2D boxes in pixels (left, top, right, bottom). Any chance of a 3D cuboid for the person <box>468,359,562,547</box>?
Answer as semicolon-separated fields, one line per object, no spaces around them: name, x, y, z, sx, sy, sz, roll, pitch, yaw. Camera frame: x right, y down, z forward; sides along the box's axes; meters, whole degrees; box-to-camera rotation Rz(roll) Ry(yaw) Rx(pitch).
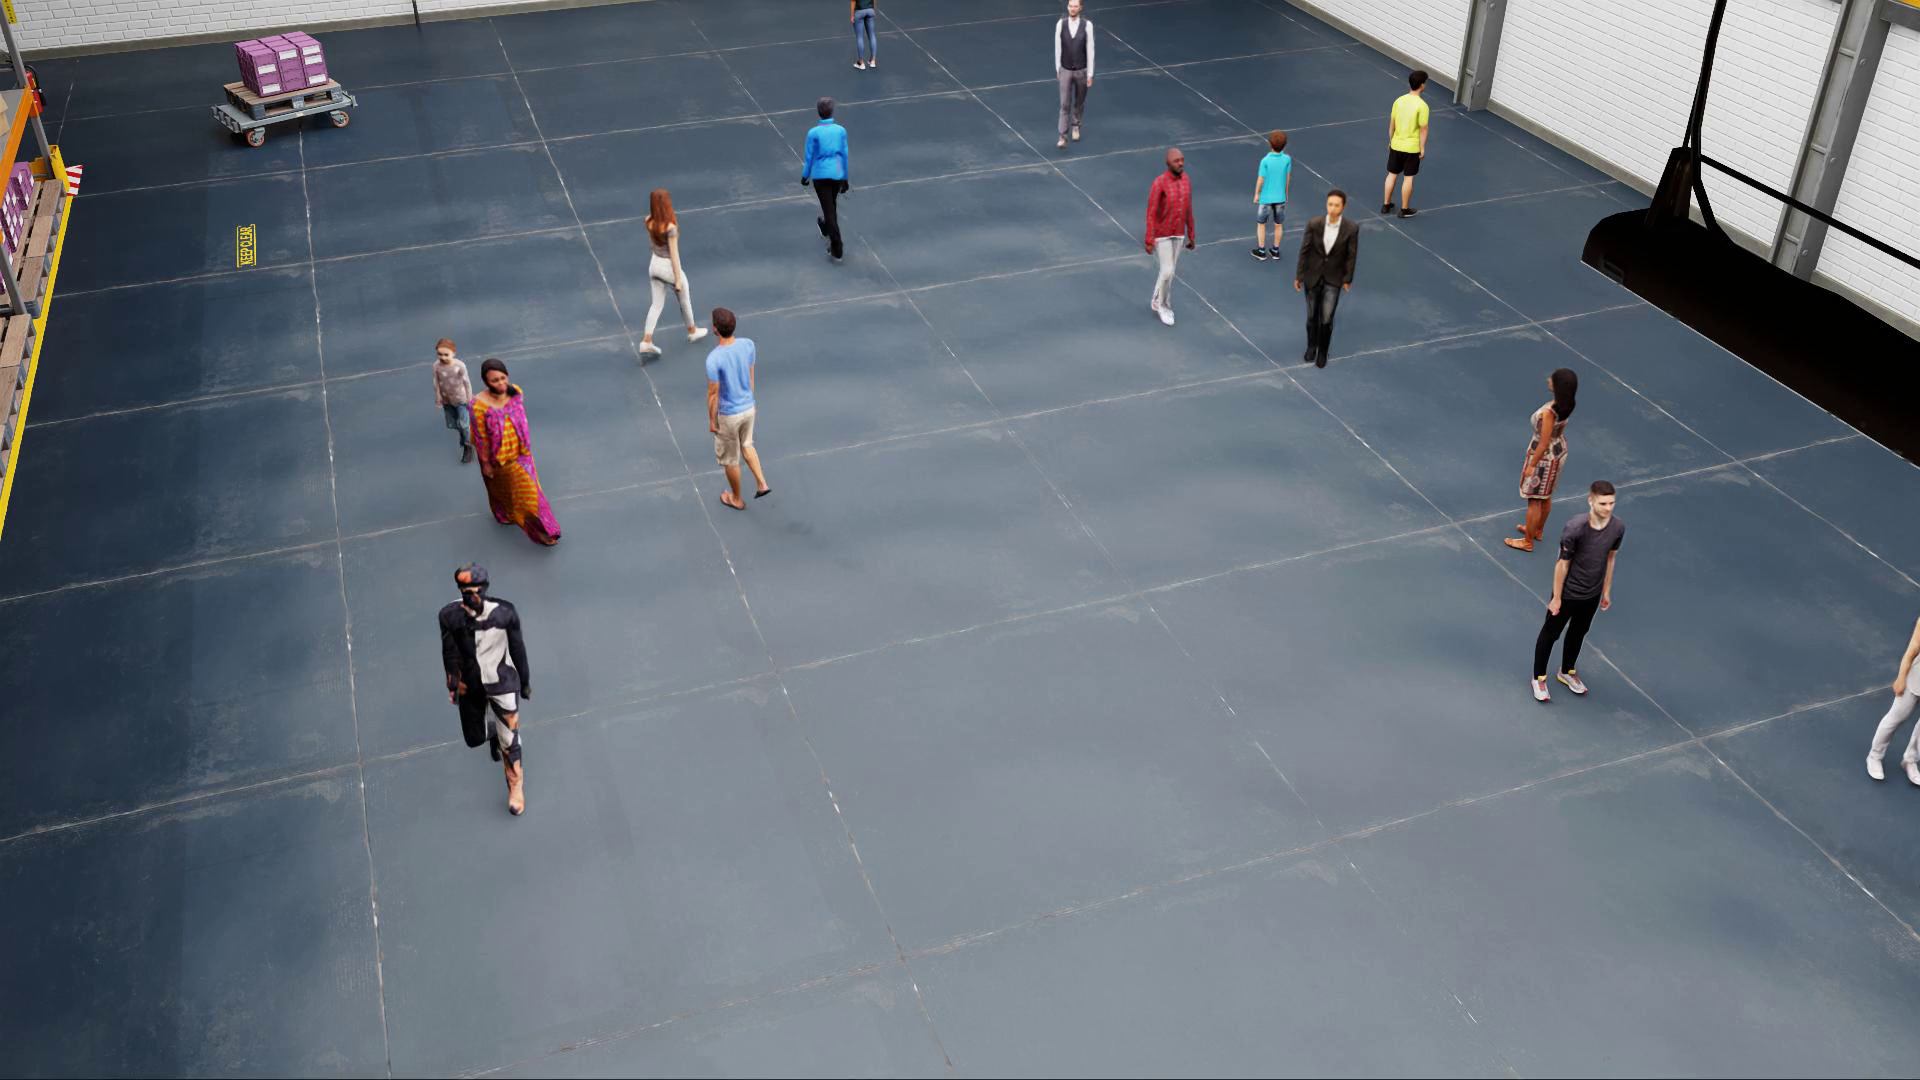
person;-3.750;-0.759;13.621;0.938;1.645;1.272;-25;41;-32

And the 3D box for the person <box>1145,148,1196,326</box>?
person;2.088;-3.181;17.117;0.782;1.810;0.804;-20;39;-28

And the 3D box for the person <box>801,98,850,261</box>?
person;-1.419;-3.927;18.304;0.743;1.737;1.168;-17;37;-24

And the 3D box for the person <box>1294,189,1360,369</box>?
person;3.573;-2.599;16.259;0.837;1.790;0.891;13;36;19

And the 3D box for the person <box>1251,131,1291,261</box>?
person;3.464;-3.804;18.387;0.558;1.442;0.545;-7;34;-10

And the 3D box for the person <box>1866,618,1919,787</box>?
person;6.474;0.915;11.082;0.679;1.668;0.708;7;34;10

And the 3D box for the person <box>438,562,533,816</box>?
person;-3.089;0.902;10.911;0.831;1.879;1.000;-3;34;-5

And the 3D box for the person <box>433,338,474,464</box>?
person;-4.484;-1.282;14.822;0.616;1.186;0.714;2;34;3

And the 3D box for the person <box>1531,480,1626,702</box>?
person;4.407;0.346;11.851;0.646;1.765;0.567;-8;35;-12

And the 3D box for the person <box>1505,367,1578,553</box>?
person;4.750;-0.665;13.479;0.713;1.645;0.725;25;41;32

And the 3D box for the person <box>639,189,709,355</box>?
person;-2.957;-2.608;16.354;1.079;1.699;1.053;20;38;27

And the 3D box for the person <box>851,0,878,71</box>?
person;-1.392;-7.624;23.976;0.617;1.616;0.611;-15;36;-21

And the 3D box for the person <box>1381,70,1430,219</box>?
person;5.201;-4.617;19.369;0.606;1.707;0.754;29;43;36

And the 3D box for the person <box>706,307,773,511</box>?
person;-1.823;-1.051;13.869;0.886;1.857;0.811;28;43;35

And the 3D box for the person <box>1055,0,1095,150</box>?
person;1.490;-6.034;21.330;1.070;1.897;1.292;5;34;8
